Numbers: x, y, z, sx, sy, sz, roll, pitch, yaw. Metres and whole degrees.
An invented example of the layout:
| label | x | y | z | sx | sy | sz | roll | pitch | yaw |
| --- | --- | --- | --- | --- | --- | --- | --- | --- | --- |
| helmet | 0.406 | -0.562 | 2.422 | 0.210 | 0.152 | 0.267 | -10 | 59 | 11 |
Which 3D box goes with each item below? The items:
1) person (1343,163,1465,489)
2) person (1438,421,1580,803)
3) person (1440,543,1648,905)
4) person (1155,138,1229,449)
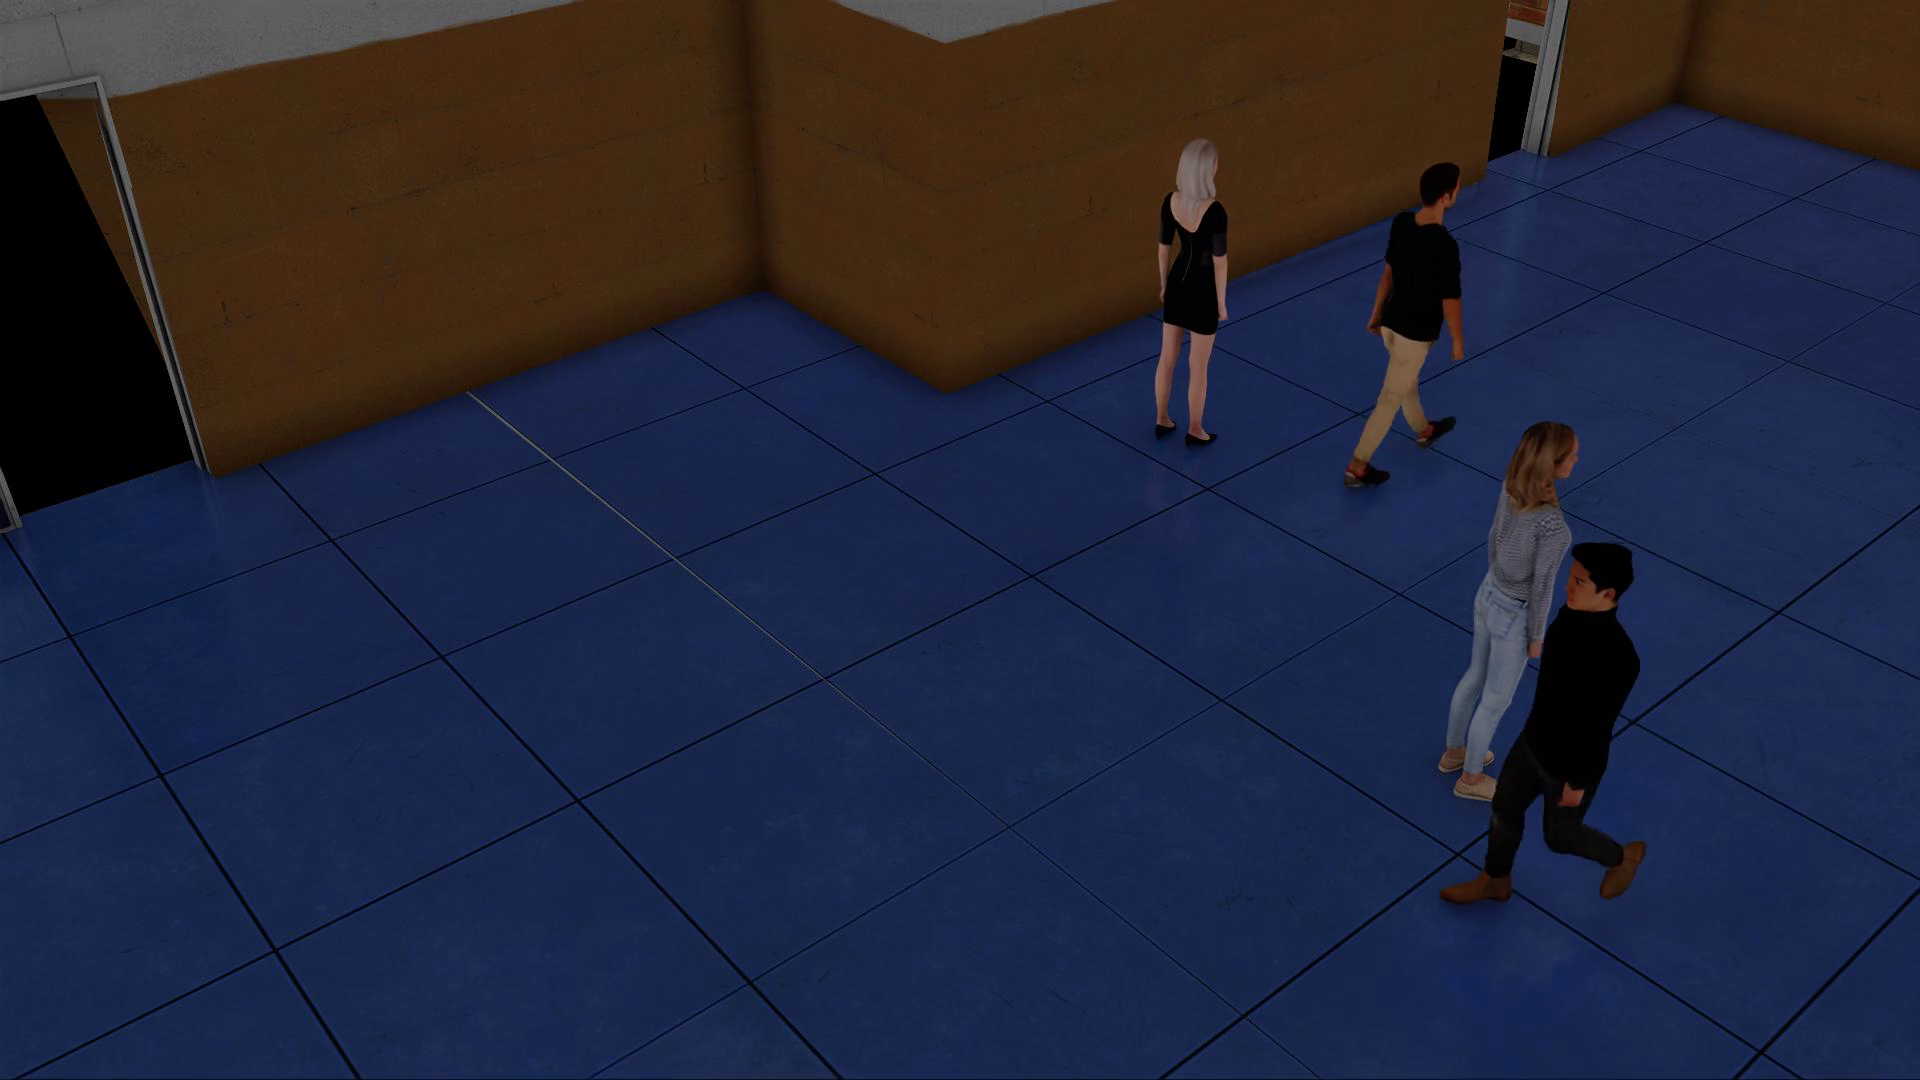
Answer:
| label | x | y | z | sx | sy | sz | roll | pitch | yaw |
| --- | --- | --- | --- | --- | --- | --- | --- | --- | --- |
| person | 2.332 | -1.096 | 8.916 | 0.935 | 1.819 | 1.113 | -15 | 36 | -21 |
| person | 2.264 | 0.300 | 6.862 | 0.721 | 1.795 | 0.611 | -5 | 34 | -7 |
| person | 2.335 | 0.770 | 6.245 | 0.995 | 1.695 | 1.045 | -6 | 34 | -8 |
| person | 1.296 | -1.365 | 9.332 | 0.485 | 1.832 | 0.670 | 25 | 41 | 32 |
